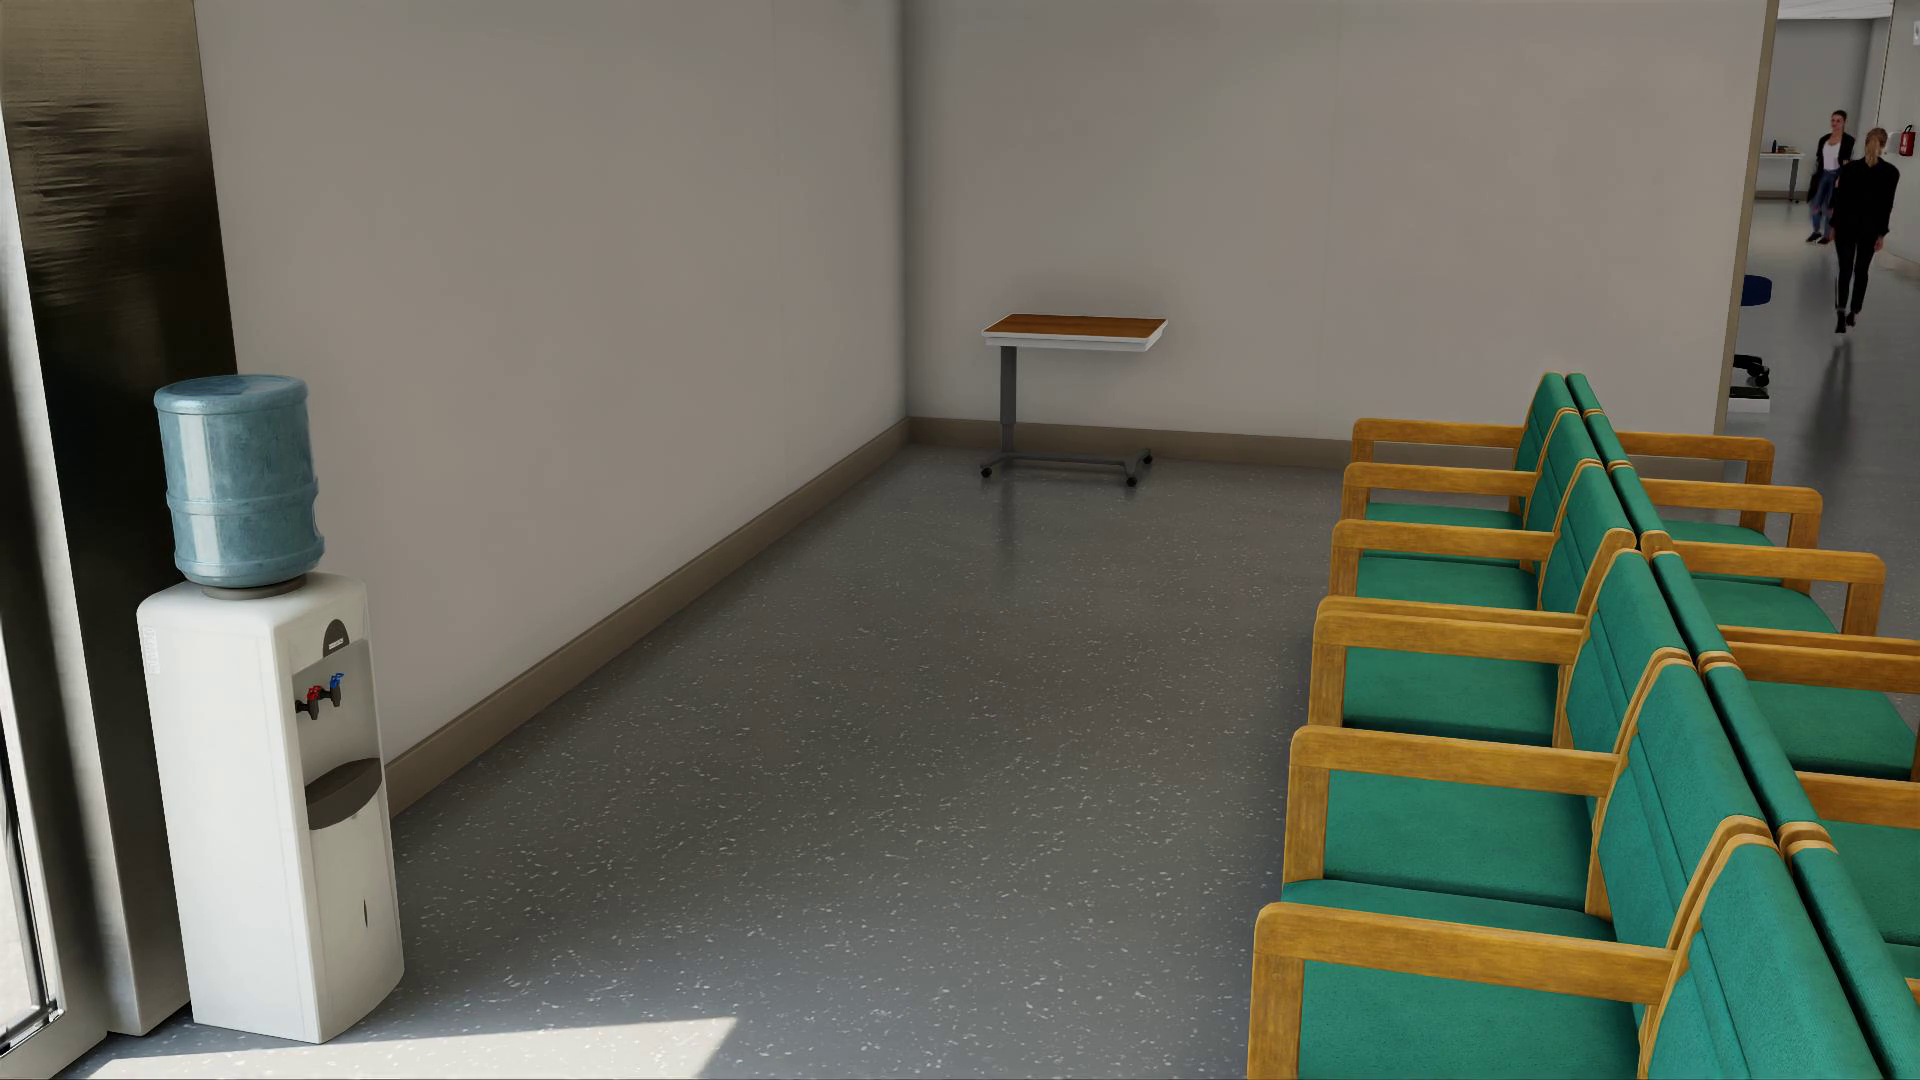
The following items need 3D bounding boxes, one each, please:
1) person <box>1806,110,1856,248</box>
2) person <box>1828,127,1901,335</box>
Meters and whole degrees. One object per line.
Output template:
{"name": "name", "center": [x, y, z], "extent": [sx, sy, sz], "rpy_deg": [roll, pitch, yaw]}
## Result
{"name": "person", "center": [10.969, -4.518, 20.837], "extent": [0.836, 1.670, 0.780], "rpy_deg": [-13, 20, -38]}
{"name": "person", "center": [7.350, -2.488, 13.648], "extent": [1.056, 1.663, 0.845], "rpy_deg": [9, 18, 28]}
